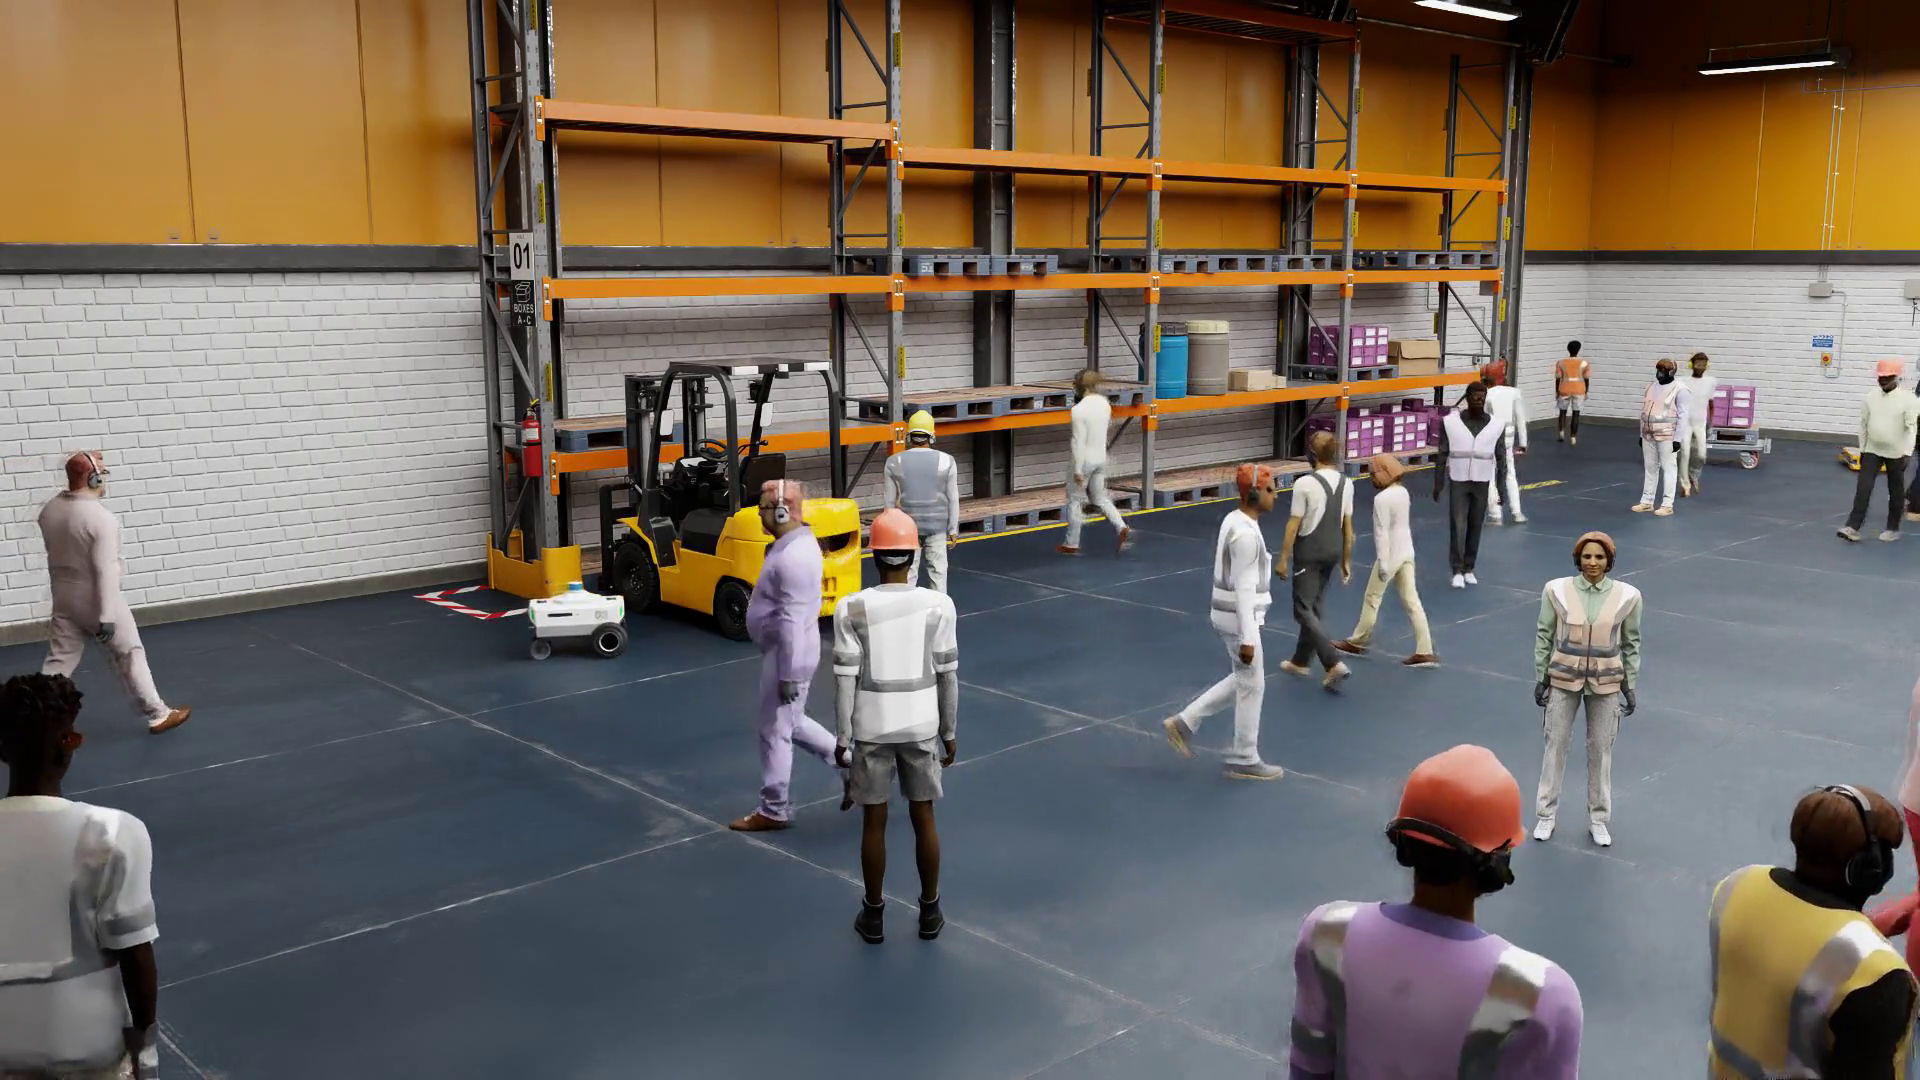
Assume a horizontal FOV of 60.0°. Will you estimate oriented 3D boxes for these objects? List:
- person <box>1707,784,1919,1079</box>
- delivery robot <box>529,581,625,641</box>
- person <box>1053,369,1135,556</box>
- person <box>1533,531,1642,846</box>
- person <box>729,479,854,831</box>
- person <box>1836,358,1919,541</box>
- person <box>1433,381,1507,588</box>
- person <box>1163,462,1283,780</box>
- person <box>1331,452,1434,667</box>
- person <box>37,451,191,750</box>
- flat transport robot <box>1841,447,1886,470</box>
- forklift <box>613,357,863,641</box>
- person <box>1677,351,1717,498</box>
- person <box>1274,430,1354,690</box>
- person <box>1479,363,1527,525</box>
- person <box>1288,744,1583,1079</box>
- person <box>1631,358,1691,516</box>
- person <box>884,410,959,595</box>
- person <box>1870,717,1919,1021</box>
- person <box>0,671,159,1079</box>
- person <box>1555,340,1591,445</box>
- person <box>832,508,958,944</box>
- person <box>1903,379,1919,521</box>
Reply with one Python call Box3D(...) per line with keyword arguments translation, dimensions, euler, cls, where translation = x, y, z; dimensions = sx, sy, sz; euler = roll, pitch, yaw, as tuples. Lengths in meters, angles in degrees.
Box3D(translation=(2.135, 1.455, 4.085), dimensions=(0.989, 1.784, 0.629), euler=(-2, 10, -13), cls="person")
Box3D(translation=(-2.919, 0.560, 12.671), dimensions=(0.707, 0.478, 0.477), euler=(-2, 10, -12), cls="delivery robot")
Box3D(translation=(1.336, -0.760, 16.692), dimensions=(0.828, 1.920, 0.632), euler=(8, 13, 39), cls="person")
Box3D(translation=(3.230, 0.760, 8.596), dimensions=(0.513, 1.641, 0.309), euler=(3, 10, 17), cls="person")
Box3D(translation=(-0.851, 0.611, 8.763), dimensions=(0.686, 1.886, 0.646), euler=(0, 10, -3), cls="person")
Box3D(translation=(9.709, -0.926, 17.543), dimensions=(0.981, 1.948, 0.636), euler=(-7, 12, -34), cls="person")
Box3D(translation=(4.685, -0.491, 15.193), dimensions=(0.632, 1.890, 0.813), euler=(1, 10, 5), cls="person")
Box3D(translation=(1.554, 0.476, 9.588), dimensions=(0.599, 1.869, 0.607), euler=(1, 10, 3), cls="person")
Box3D(translation=(3.186, 0.143, 12.366), dimensions=(0.856, 1.577, 0.516), euler=(9, 13, 42), cls="person")
Box3D(translation=(-5.338, 0.375, 10.249), dimensions=(0.644, 1.852, 1.034), euler=(4, 11, 23), cls="person")
Box3D(translation=(13.105, -1.167, 23.885), dimensions=(0.652, 0.197, 1.431), euler=(4, 10, 21), cls="flat transport robot")
Box3D(translation=(-1.847, -0.414, 13.852), dimensions=(1.214, 2.155, 2.313), euler=(-9, 13, -42), cls="forklift")
Box3D(translation=(9.196, -1.438, 20.877), dimensions=(0.507, 1.844, 0.385), euler=(2, 10, 14), cls="person")
Box3D(translation=(2.530, 0.139, 11.702), dimensions=(0.518, 1.827, 0.777), euler=(-6, 11, -30), cls="person")
Box3D(translation=(6.079, -1.069, 18.738), dimensions=(0.711, 1.838, 0.390), euler=(-2, 10, -11), cls="person")
Box3D(translation=(1.007, 1.427, 3.557), dimensions=(0.616, 2.024, 0.436), euler=(9, 13, 41), cls="person")
Box3D(translation=(8.239, -1.214, 19.564), dimensions=(0.429, 1.846, 0.626), euler=(-5, 11, -25), cls="person")
Box3D(translation=(-0.302, -0.104, 13.096), dimensions=(0.592, 1.833, 0.404), euler=(0, 10, -2), cls="person")
Box3D(translation=(3.852, 1.052, 6.554), dimensions=(0.452, 1.745, 0.546), euler=(7, 12, 37), cls="person")
Box3D(translation=(-2.484, 1.295, 4.617), dimensions=(0.610, 1.935, 0.852), euler=(-2, 10, -12), cls="person")
Box3D(translation=(9.885, -2.377, 26.862), dimensions=(0.542, 1.683, 0.453), euler=(4, 11, 23), cls="person")
Box3D(translation=(-0.288, 0.822, 7.374), dimensions=(0.553, 1.933, 0.371), euler=(-1, 10, -8), cls="person")
Box3D(translation=(11.111, -1.210, 18.961), dimensions=(0.546, 2.000, 0.713), euler=(2, 10, 12), cls="person")
